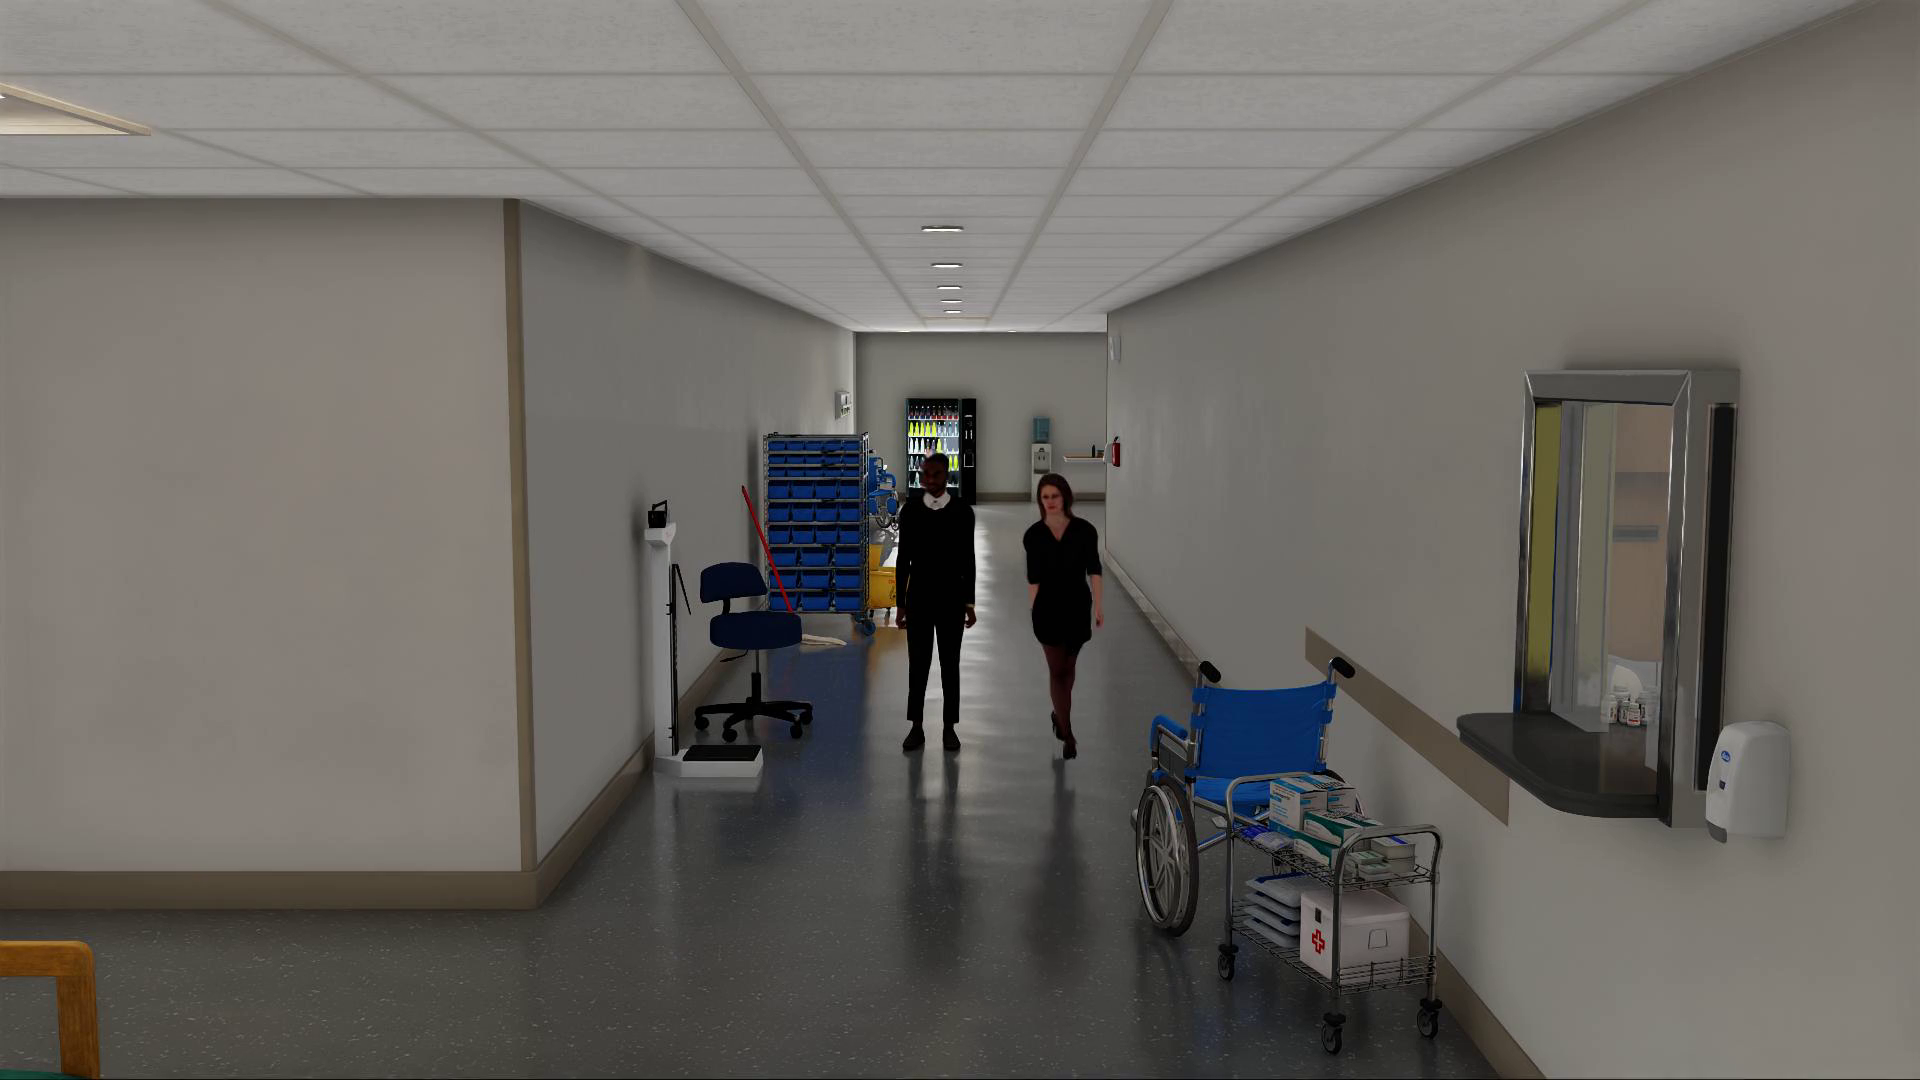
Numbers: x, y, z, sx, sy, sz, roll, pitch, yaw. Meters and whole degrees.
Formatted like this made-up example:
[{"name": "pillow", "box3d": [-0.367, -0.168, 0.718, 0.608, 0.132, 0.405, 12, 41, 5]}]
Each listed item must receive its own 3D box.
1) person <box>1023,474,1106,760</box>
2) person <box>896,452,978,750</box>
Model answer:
[{"name": "person", "box3d": [0.605, 0.464, 9.899, 1.059, 1.644, 0.729, -1, 6, -7]}, {"name": "person", "box3d": [-0.146, 0.358, 10.138, 0.451, 1.808, 0.697, 0, 6, 1]}]
